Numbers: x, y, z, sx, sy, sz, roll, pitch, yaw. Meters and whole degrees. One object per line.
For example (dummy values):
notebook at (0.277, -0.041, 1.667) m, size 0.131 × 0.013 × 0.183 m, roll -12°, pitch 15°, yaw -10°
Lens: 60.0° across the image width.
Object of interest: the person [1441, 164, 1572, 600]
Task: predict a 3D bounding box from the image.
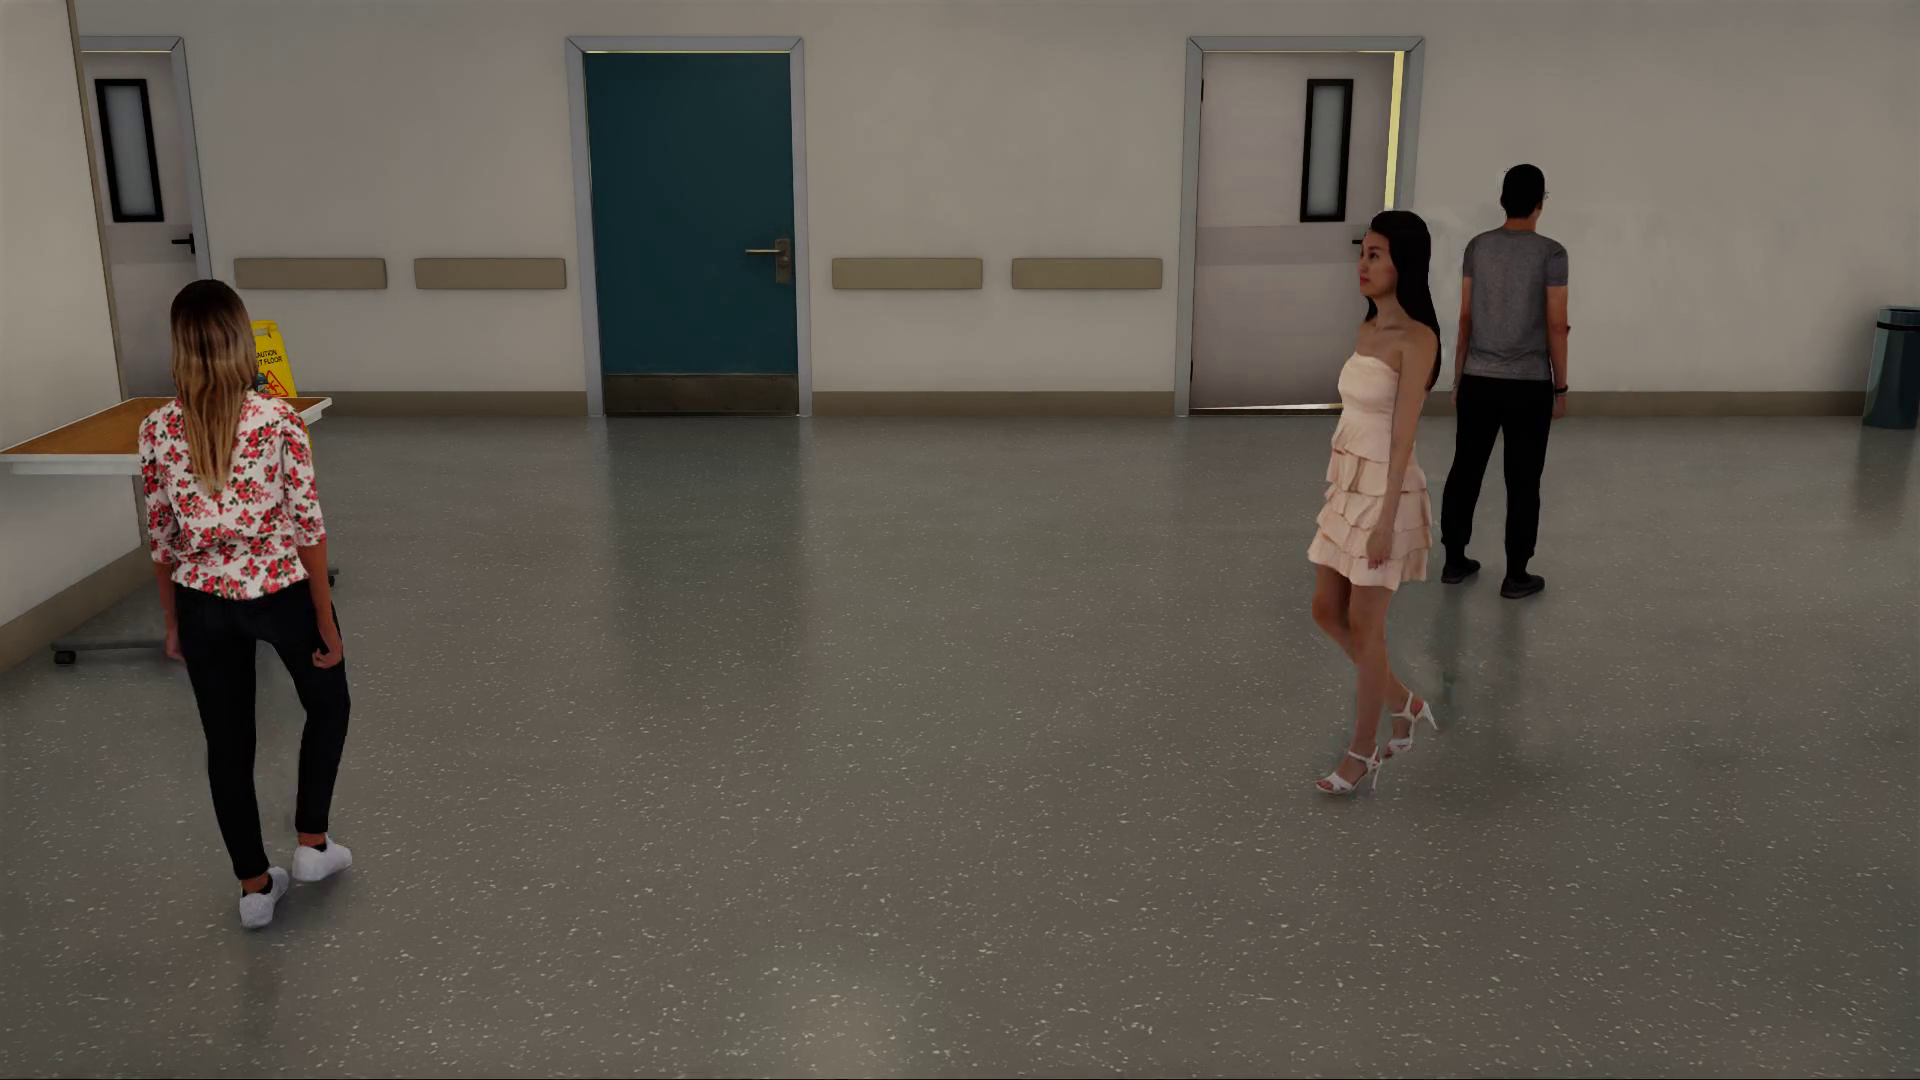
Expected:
person at (2.234, -0.653, 6.835) m, size 0.703 × 1.753 × 0.768 m, roll 14°, pitch 21°, yaw 41°

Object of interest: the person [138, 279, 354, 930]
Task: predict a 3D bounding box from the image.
person at (-1.758, 0.198, 4.066) m, size 0.536 × 1.618 × 0.684 m, roll -2°, pitch 16°, yaw -6°

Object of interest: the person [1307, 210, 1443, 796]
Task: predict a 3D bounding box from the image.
person at (1.279, -0.074, 4.820) m, size 0.731 × 1.732 × 0.652 m, roll -4°, pitch 16°, yaw -12°
